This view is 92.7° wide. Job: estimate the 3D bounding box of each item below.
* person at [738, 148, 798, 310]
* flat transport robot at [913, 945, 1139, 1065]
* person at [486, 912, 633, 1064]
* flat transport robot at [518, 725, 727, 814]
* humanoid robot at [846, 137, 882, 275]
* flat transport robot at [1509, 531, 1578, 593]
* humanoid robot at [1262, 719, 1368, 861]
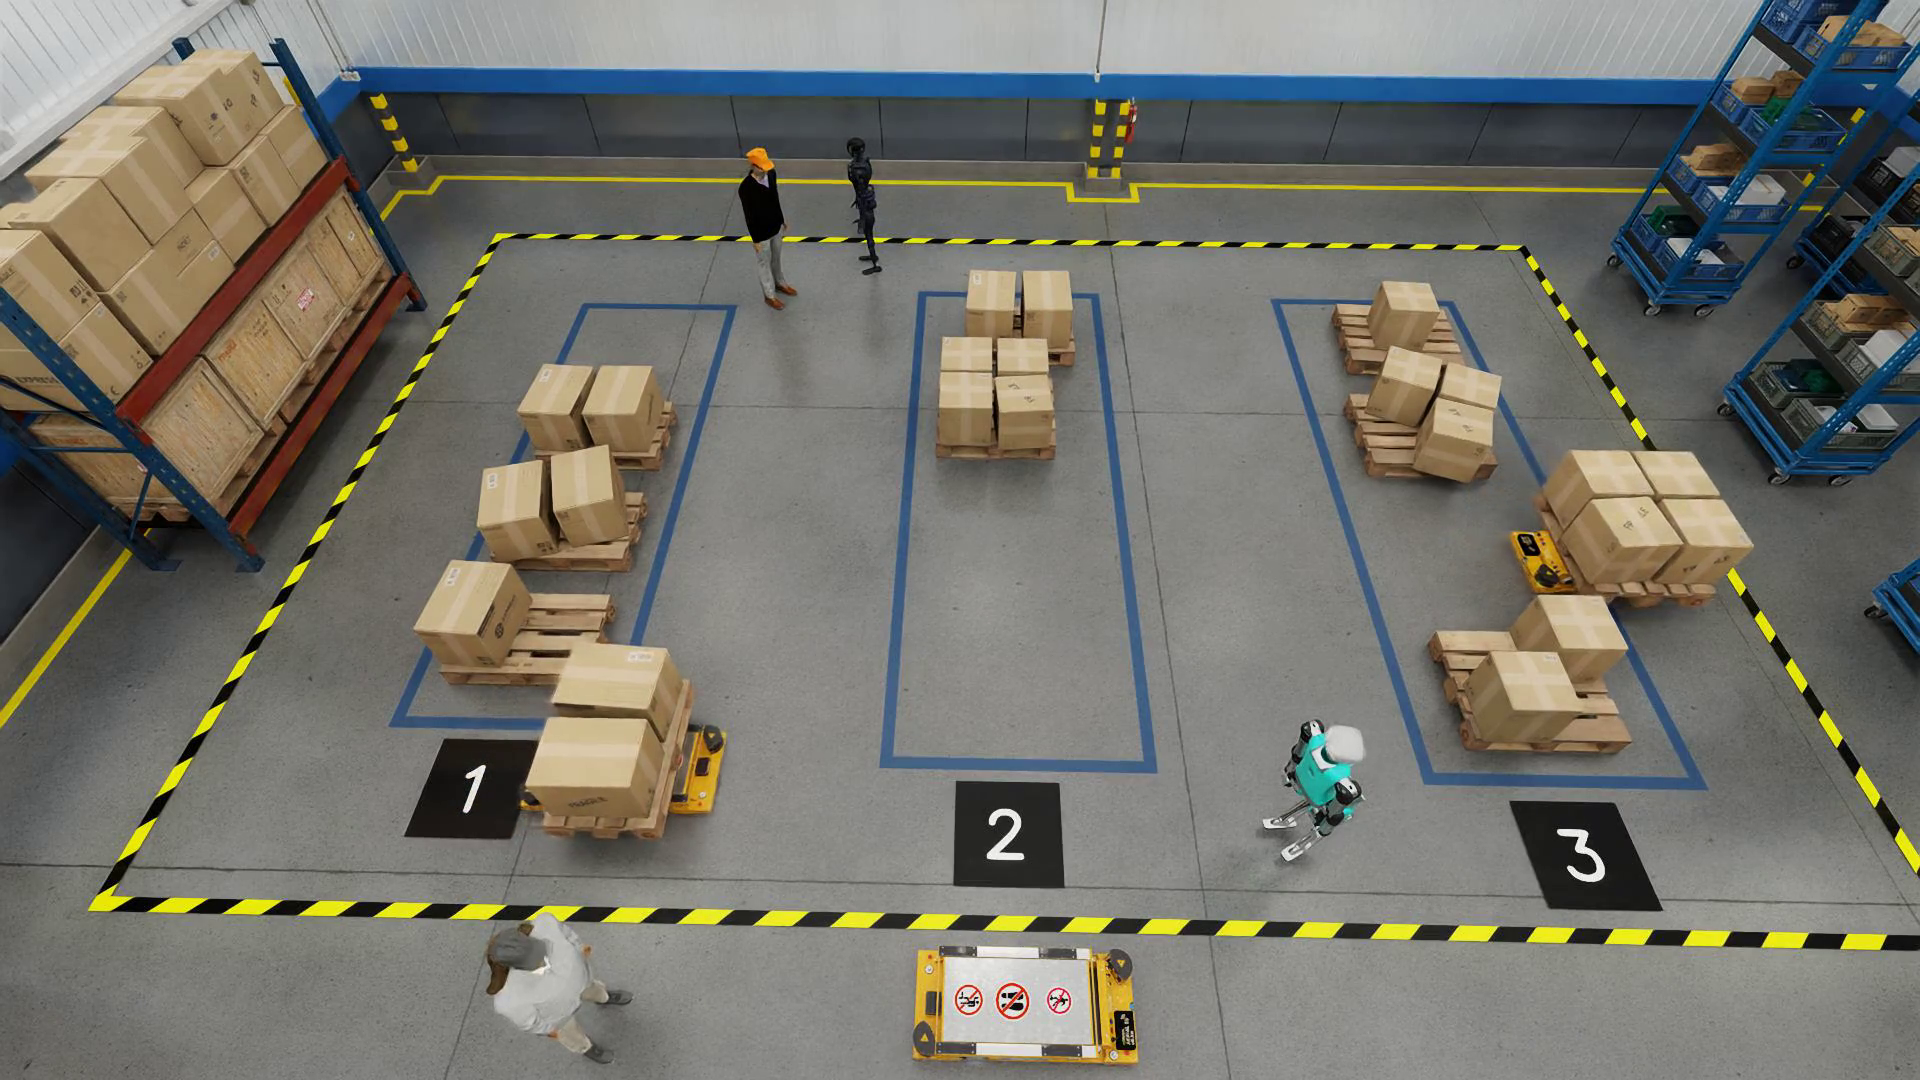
[{"bbox_3d":[-2.155,-3.500,10.301,0.382,1.879,0.585,22,54,17],"label":"person"},{"bbox_3d":[0.422,3.041,6.007,1.431,0.231,0.659,1,51,1],"label":"flat transport robot"},{"bbox_3d":[-2.359,2.622,5.379,0.393,1.770,0.564,7,51,6],"label":"person"},{"bbox_3d":[-2.578,1.743,7.047,1.431,0.197,0.652,1,51,1],"label":"flat transport robot"},{"bbox_3d":[-1.135,-3.917,10.763,0.315,1.653,0.599,-6,51,-5],"label":"humanoid robot"},{"bbox_3d":[5.863,0.174,8.326,1.431,0.197,0.652,1,51,1],"label":"flat transport robot"},{"bbox_3d":[2.495,1.655,6.102,0.735,1.677,0.533,-13,52,-10],"label":"humanoid robot"}]
